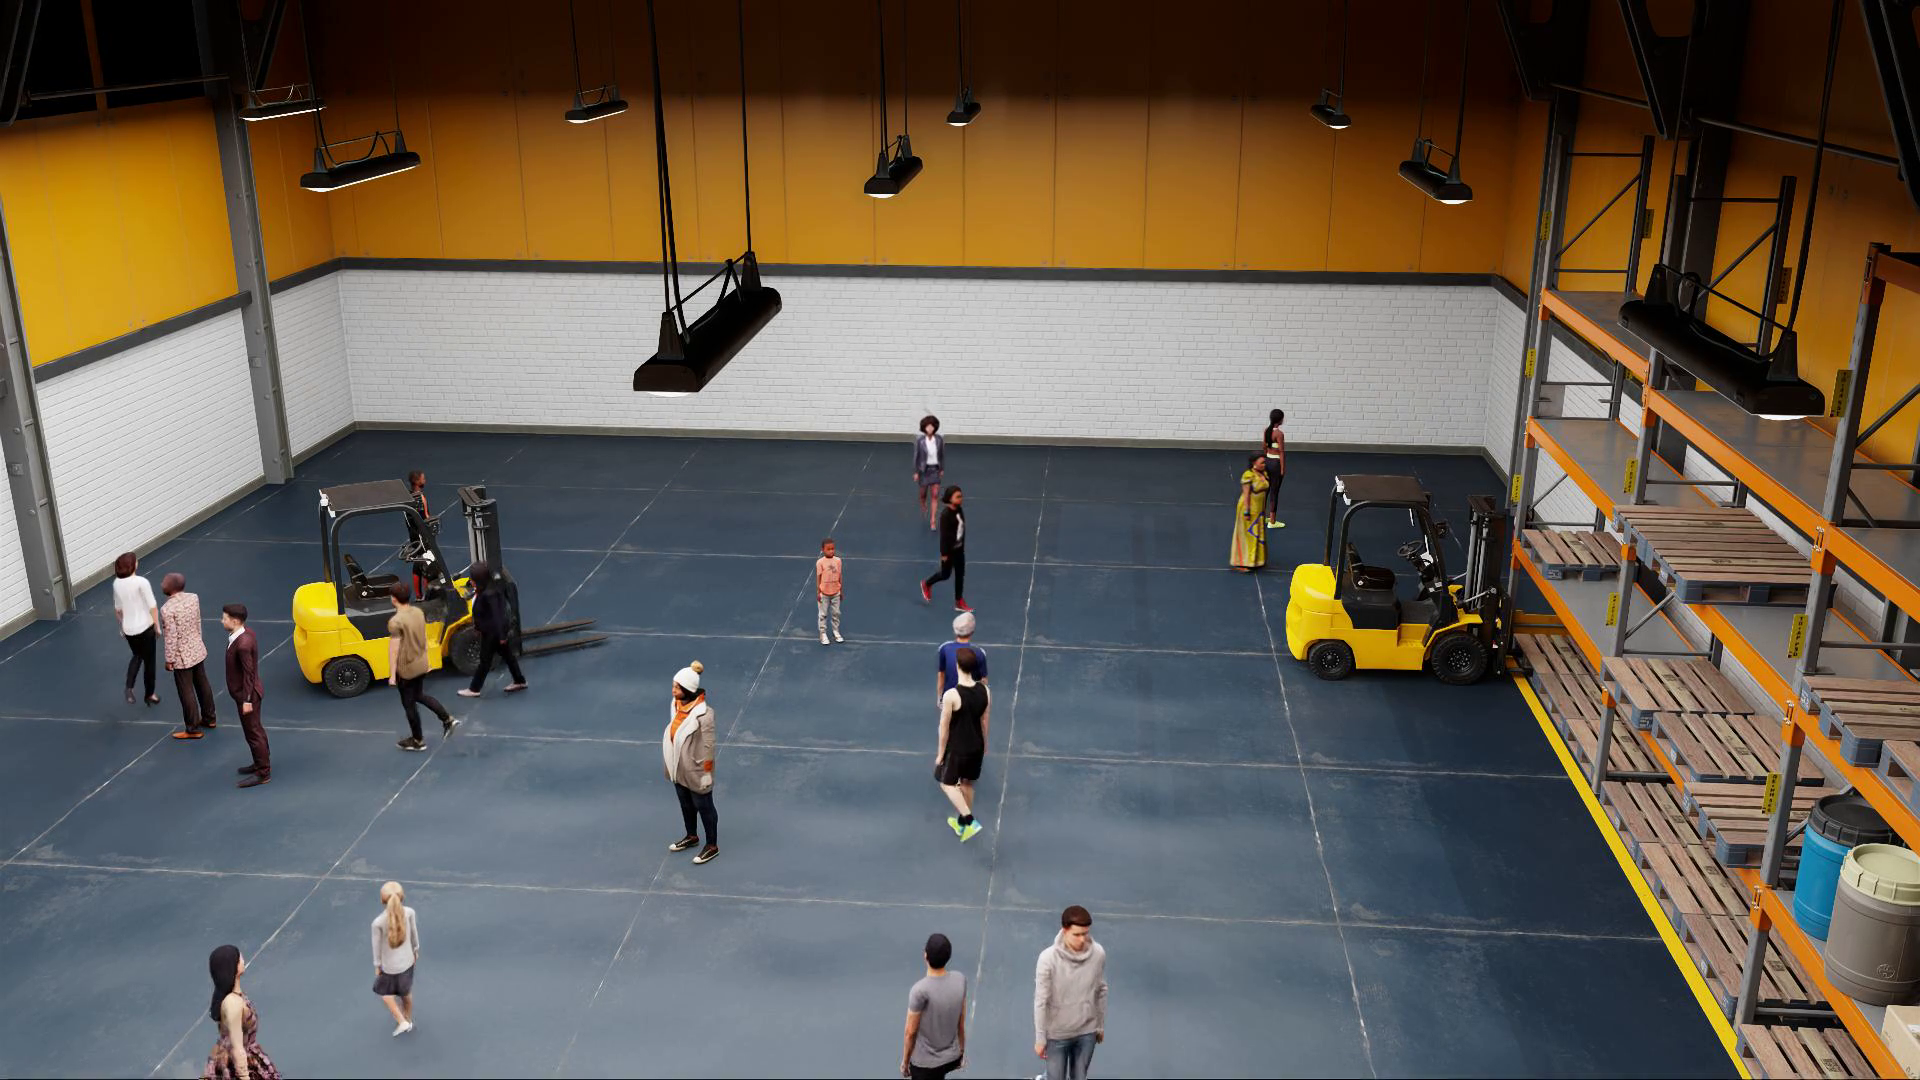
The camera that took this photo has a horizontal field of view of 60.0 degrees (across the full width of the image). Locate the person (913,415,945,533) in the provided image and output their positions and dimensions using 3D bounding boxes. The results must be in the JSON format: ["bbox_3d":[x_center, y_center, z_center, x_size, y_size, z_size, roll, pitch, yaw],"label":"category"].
[{"bbox_3d":[-0.454,-0.990,24.183,0.792,1.673,1.090,-3,19,-8],"label":"person"}]

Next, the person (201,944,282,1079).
[{"bbox_3d":[-4.703,3.486,10.782,0.886,1.741,0.826,-10,21,-27],"label":"person"}]

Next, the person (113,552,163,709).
[{"bbox_3d":[-8.955,1.023,18.027,0.629,1.785,0.707,3,19,8],"label":"person"}]

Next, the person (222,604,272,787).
[{"bbox_3d":[-7.060,1.504,16.474,0.842,1.865,0.711,-7,20,-21],"label":"person"}]

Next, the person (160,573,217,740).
[{"bbox_3d":[-8.134,1.196,17.483,0.778,1.806,0.562,4,19,12],"label":"person"}]

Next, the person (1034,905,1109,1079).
[{"bbox_3d":[0.709,3.262,11.287,0.891,1.845,1.012,-6,20,-18],"label":"person"}]

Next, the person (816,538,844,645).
[{"bbox_3d":[-1.585,0.602,20.026,0.536,1.308,0.566,-6,20,-18],"label":"person"}]

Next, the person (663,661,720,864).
[{"bbox_3d":[-2.406,1.979,15.022,0.823,1.891,0.864,17,25,40],"label":"person"}]

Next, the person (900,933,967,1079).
[{"bbox_3d":[-0.107,3.446,10.924,1.096,1.727,1.116,15,24,38],"label":"person"}]

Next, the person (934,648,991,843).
[{"bbox_3d":[0.059,1.915,15.228,0.966,1.881,1.041,-12,22,-31],"label":"person"}]

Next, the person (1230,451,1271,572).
[{"bbox_3d":[3.956,-0.413,22.494,1.070,1.655,0.971,16,24,39],"label":"person"}]

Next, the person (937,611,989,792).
[{"bbox_3d":[-0.007,1.608,16.230,0.704,1.824,0.674,6,19,17],"label":"person"}]

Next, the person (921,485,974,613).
[{"bbox_3d":[-0.170,0.101,20.975,0.975,1.651,1.028,13,22,33],"label":"person"}]

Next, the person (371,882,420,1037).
[{"bbox_3d":[-4.212,3.163,12.480,0.677,1.270,0.737,-17,25,-41],"label":"person"}]

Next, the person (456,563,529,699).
[{"bbox_3d":[-5.083,0.994,18.470,1.012,1.558,1.063,-9,21,-26],"label":"person"}]

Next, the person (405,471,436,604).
[{"bbox_3d":[-6.821,-0.006,21.044,0.707,1.809,0.732,16,24,39],"label":"person"}]

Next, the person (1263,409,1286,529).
[{"bbox_3d":[4.549,-1.053,24.235,0.702,1.757,0.621,-11,22,-30],"label":"person"}]

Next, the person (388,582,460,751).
[{"bbox_3d":[-5.551,1.322,17.057,0.793,1.838,0.880,5,19,14],"label":"person"}]
